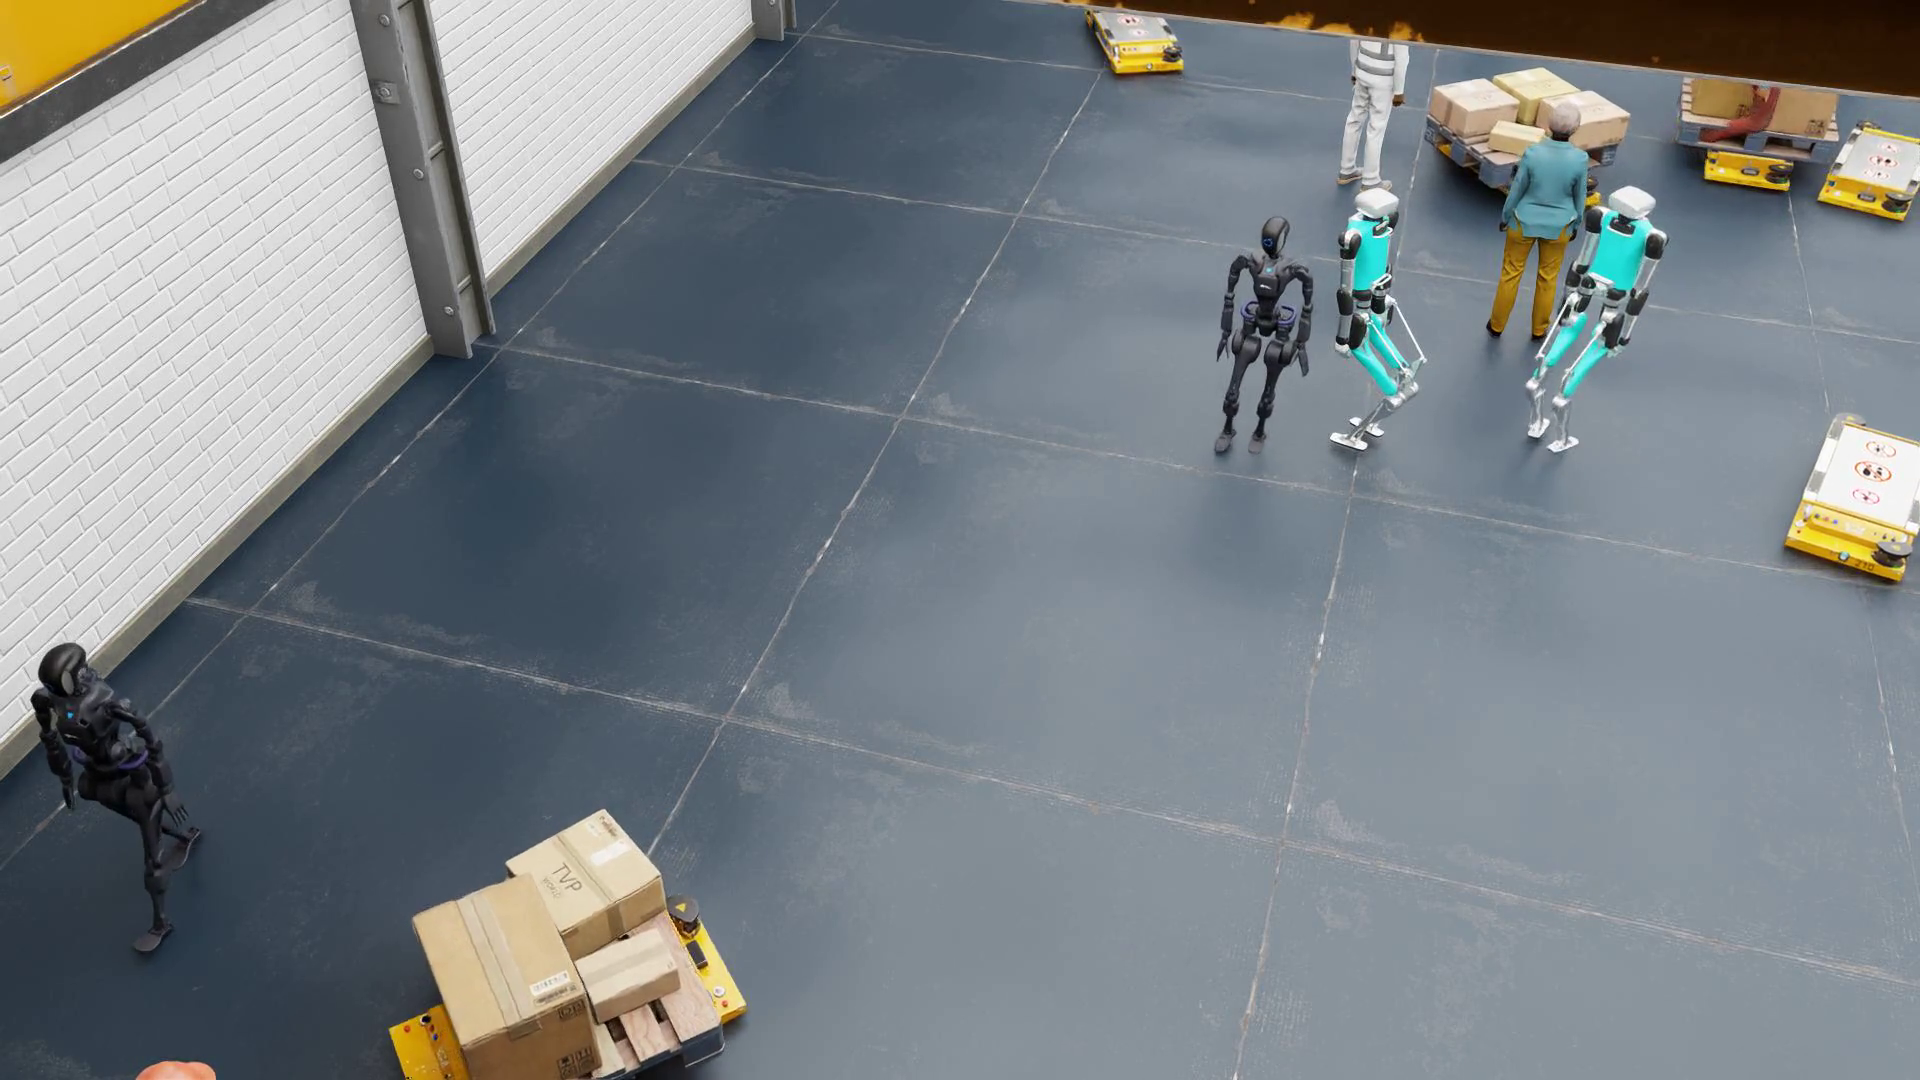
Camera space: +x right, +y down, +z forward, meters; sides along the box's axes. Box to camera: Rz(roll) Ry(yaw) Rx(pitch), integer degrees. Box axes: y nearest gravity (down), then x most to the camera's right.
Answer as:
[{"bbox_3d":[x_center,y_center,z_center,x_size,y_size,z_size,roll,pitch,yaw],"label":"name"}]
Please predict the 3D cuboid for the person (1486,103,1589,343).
[{"bbox_3d":[4.025,-2.188,11.540,0.535,1.753,0.338,8,40,10],"label":"person"}]

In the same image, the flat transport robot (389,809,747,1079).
[{"bbox_3d":[-1.739,2.108,7.382,1.431,0.231,0.659,-19,43,-23],"label":"flat transport robot"}]

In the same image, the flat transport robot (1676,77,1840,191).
[{"bbox_3d":[6.741,-3.413,14.250,0.659,0.231,1.431,12,40,15],"label":"flat transport robot"}]

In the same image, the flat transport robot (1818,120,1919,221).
[{"bbox_3d":[7.656,-3.085,13.842,0.659,0.231,1.431,23,44,25],"label":"flat transport robot"}]

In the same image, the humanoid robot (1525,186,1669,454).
[{"bbox_3d":[3.882,-1.318,10.433,0.755,1.739,0.530,-28,46,-30],"label":"humanoid robot"}]

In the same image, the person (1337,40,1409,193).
[{"bbox_3d":[3.340,-3.692,13.310,0.355,1.882,0.573,-22,44,-25],"label":"person"}]

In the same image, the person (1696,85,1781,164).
[{"bbox_3d":[6.561,-3.811,13.482,0.723,1.850,0.575,24,45,27],"label":"person"}]

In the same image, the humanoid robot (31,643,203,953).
[{"bbox_3d":[-3.844,1.096,7.556,0.609,1.619,0.792,5,39,6],"label":"humanoid robot"}]

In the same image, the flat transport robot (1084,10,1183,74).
[{"bbox_3d":[1.669,-4.891,16.088,0.659,0.231,1.431,-5,39,-7],"label":"flat transport robot"}]

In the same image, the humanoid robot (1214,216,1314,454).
[{"bbox_3d":[1.915,-1.255,10.439,0.598,1.657,0.371,14,41,17],"label":"humanoid robot"}]

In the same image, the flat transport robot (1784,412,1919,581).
[{"bbox_3d":[5.654,-0.297,10.373,0.659,0.231,1.431,22,44,25],"label":"flat transport robot"}]

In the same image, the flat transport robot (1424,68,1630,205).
[{"bbox_3d":[4.640,-3.151,13.924,0.659,0.231,1.431,-14,41,-16],"label":"flat transport robot"}]

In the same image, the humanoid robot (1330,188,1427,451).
[{"bbox_3d":[2.671,-1.320,10.403,0.721,1.703,0.530,30,48,32],"label":"humanoid robot"}]

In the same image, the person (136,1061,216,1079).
[{"bbox_3d":[-2.466,2.404,5.683,0.542,1.939,0.358,4,39,5],"label":"person"}]
